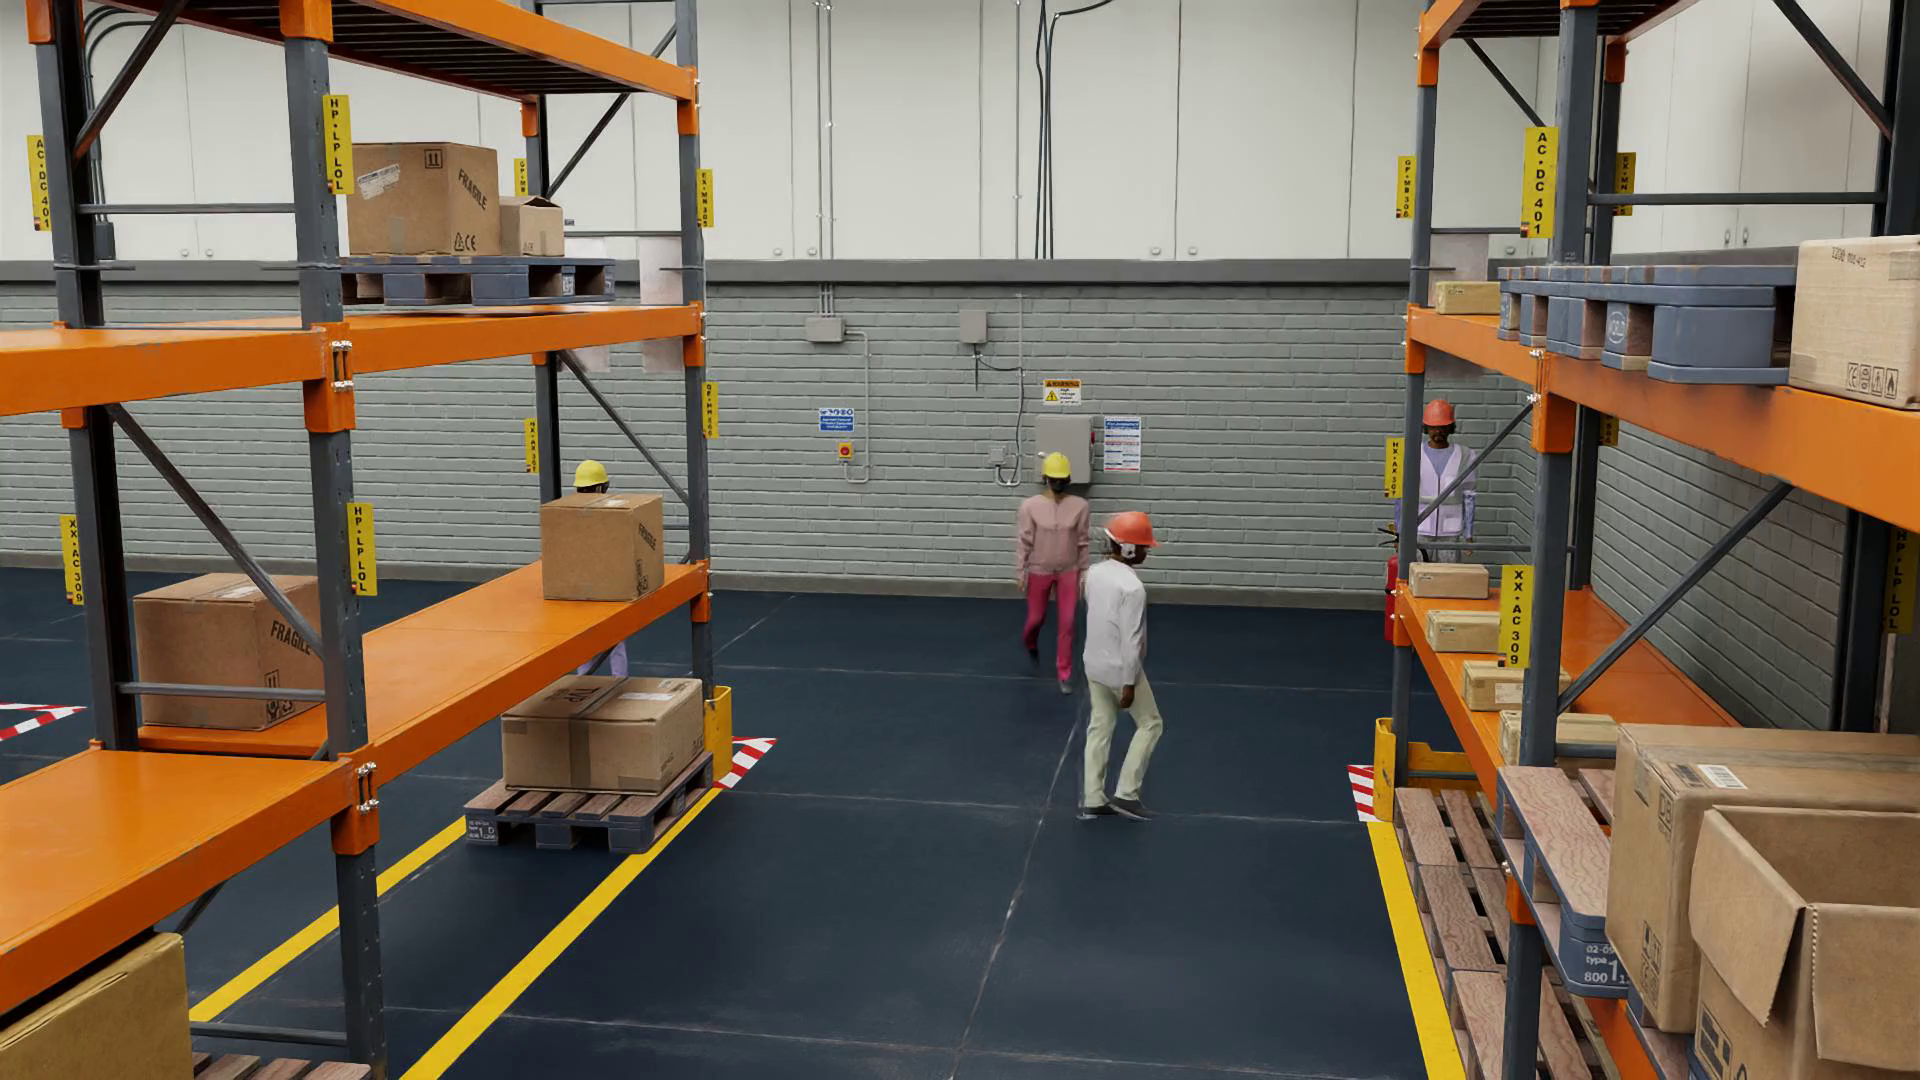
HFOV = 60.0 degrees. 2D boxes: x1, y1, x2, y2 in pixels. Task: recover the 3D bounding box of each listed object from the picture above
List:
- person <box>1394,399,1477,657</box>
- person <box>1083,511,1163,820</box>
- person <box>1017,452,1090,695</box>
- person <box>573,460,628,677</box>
[{"bbox_3d":[3.709,-0.081,12.986,0.616,2.041,0.382,1,9,9],"label":"person"},{"bbox_3d":[0.899,0.694,9.164,0.503,1.727,0.572,-5,10,-27],"label":"person"},{"bbox_3d":[0.667,0.207,12.125,0.532,1.748,0.703,-1,9,-8],"label":"person"},{"bbox_3d":[-2.464,0.336,11.271,0.534,1.767,0.318,1,9,9],"label":"person"}]
